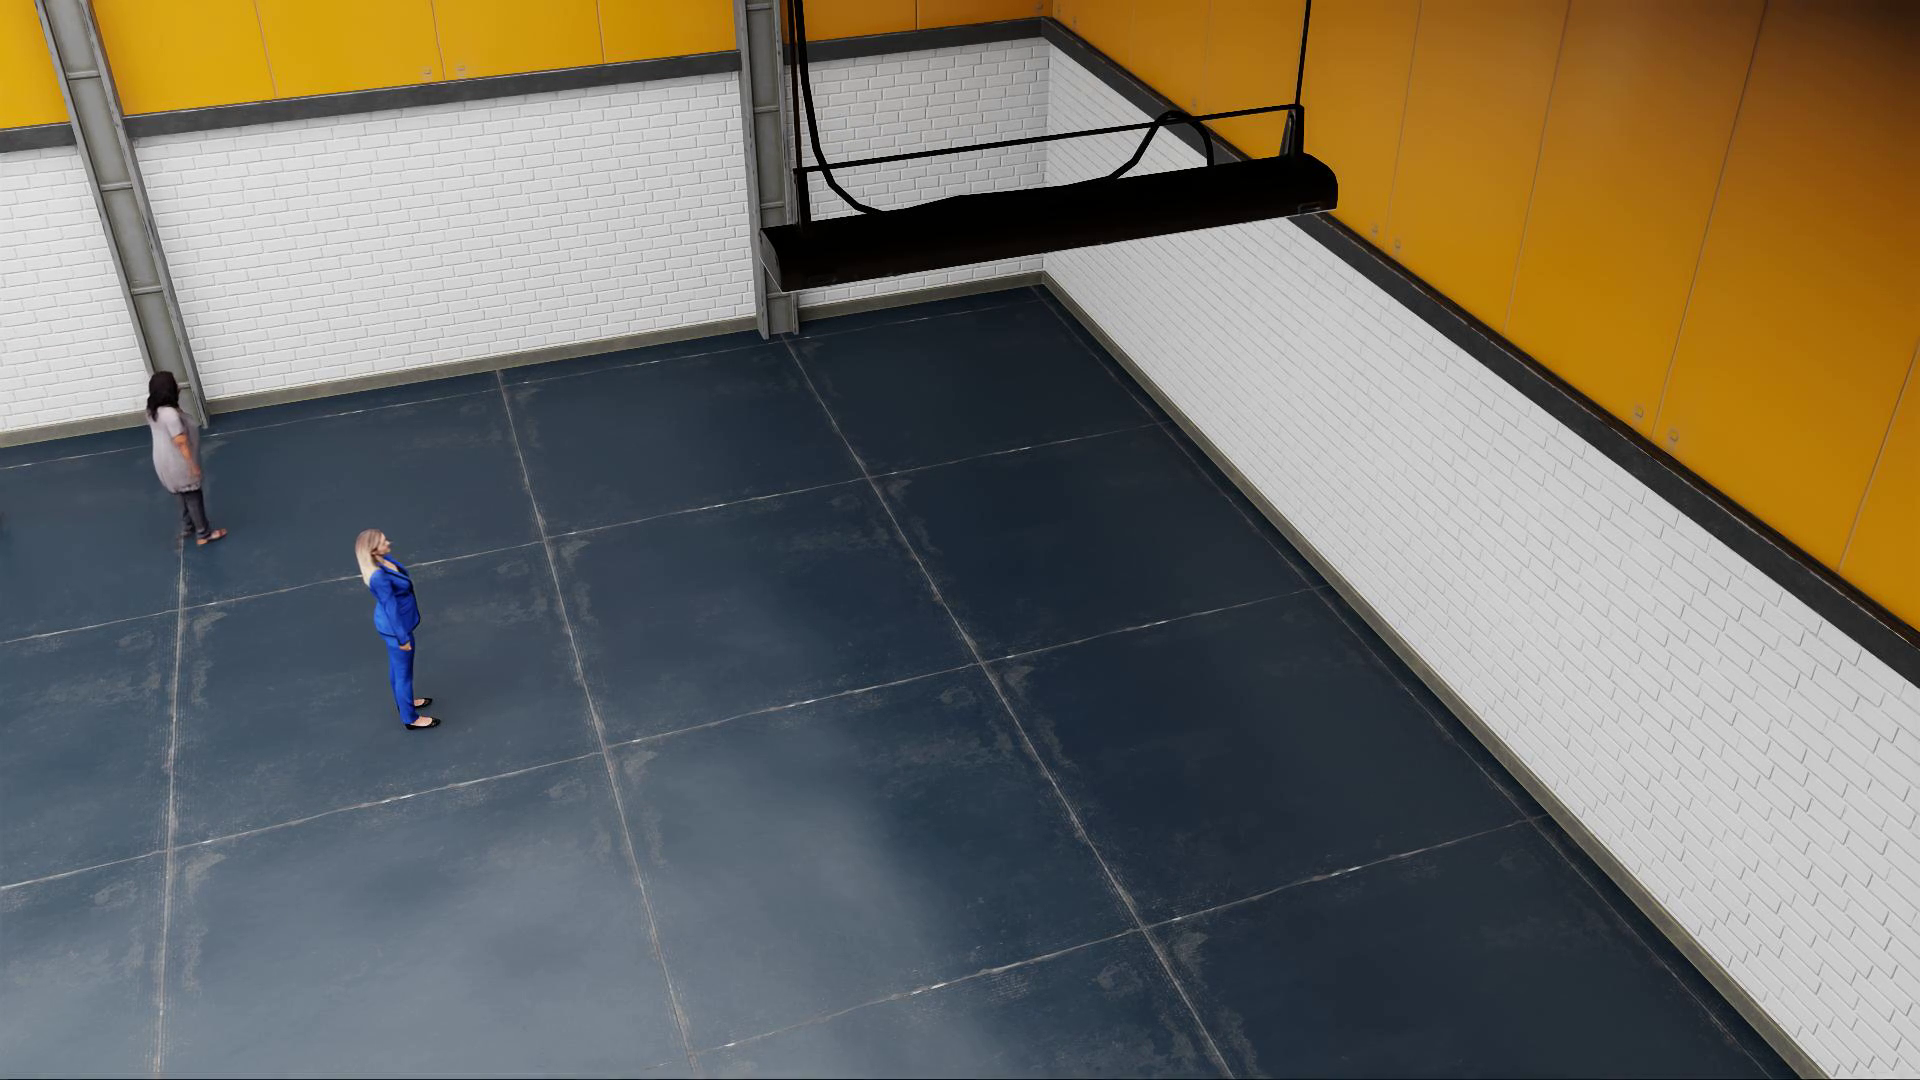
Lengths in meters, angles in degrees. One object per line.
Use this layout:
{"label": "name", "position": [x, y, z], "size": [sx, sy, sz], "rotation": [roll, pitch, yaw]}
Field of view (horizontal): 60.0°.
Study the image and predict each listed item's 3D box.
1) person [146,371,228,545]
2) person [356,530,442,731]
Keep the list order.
{"label": "person", "position": [-6.723, -0.684, 14.254], "size": [0.757, 1.603, 0.797], "rotation": [25, 41, 33]}
{"label": "person", "position": [-4.148, 0.642, 12.170], "size": [0.567, 1.701, 0.631], "rotation": [-15, 36, -21]}
